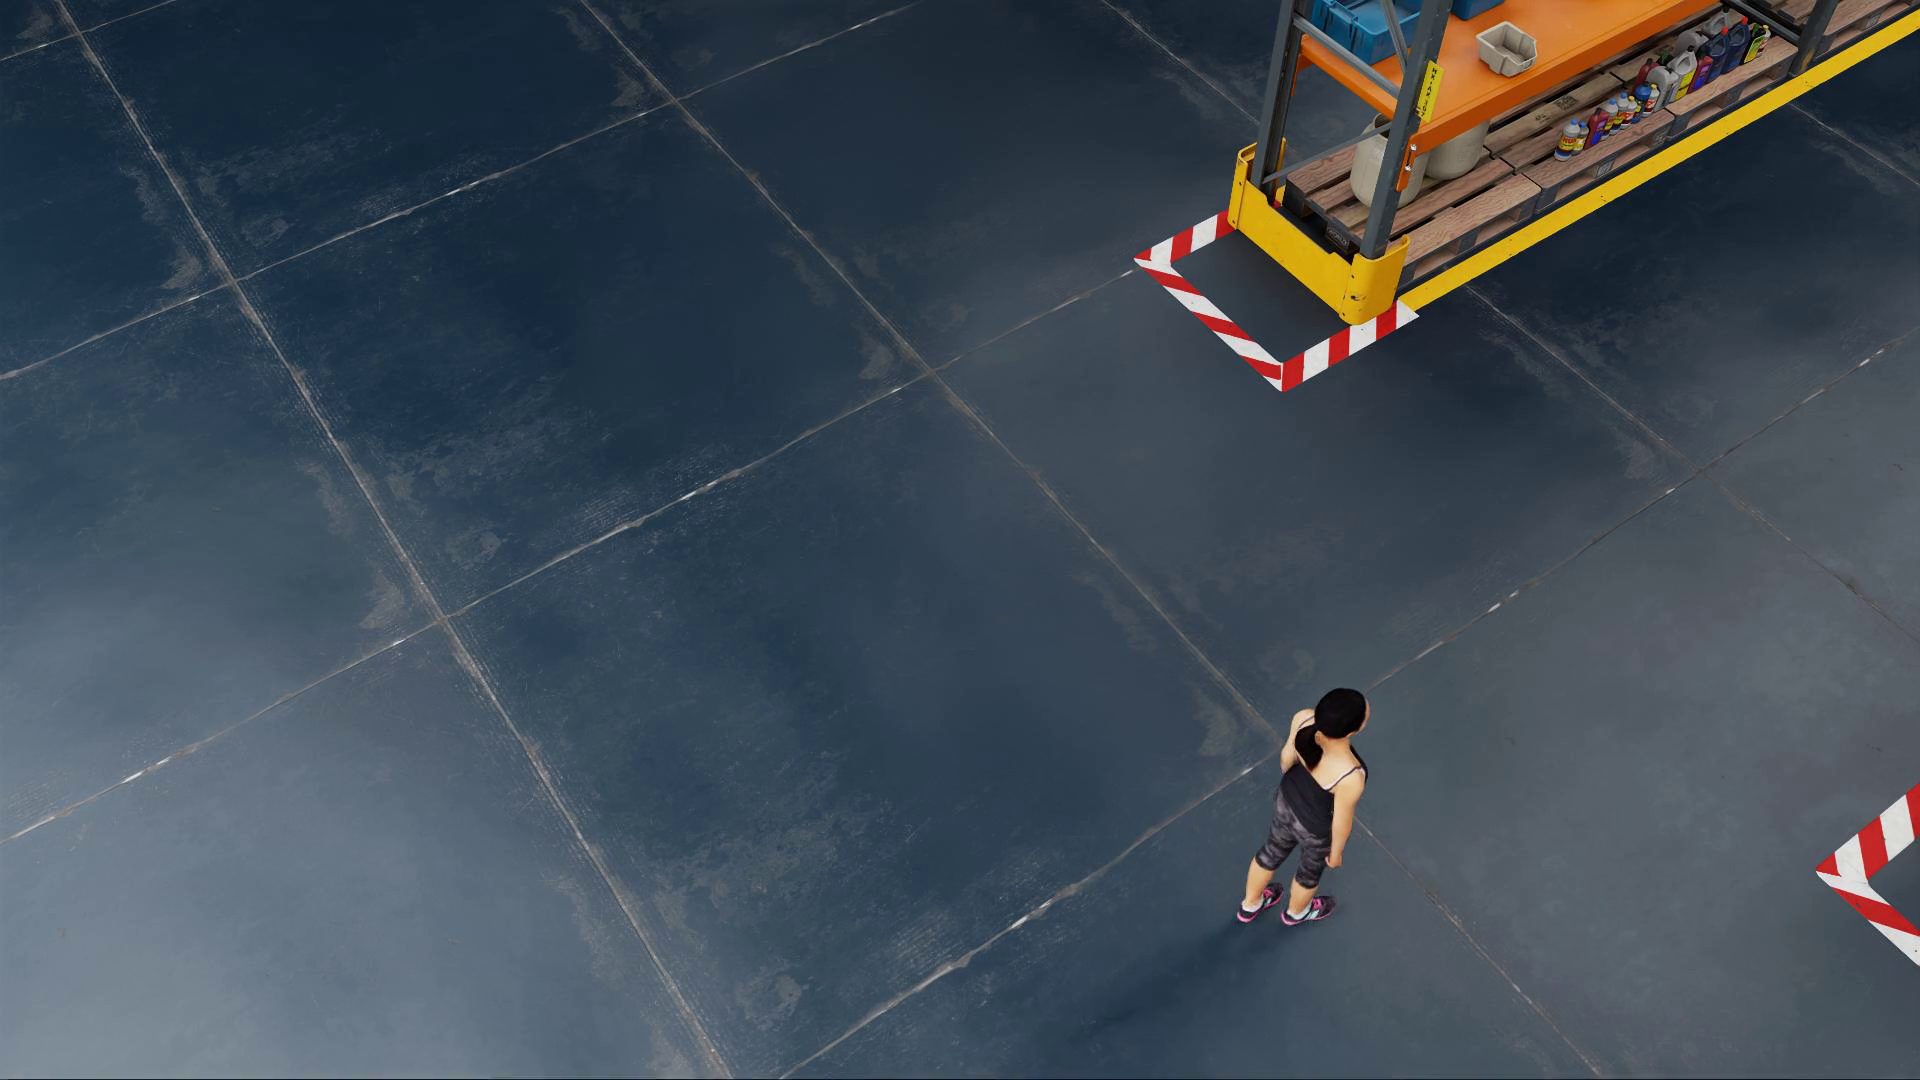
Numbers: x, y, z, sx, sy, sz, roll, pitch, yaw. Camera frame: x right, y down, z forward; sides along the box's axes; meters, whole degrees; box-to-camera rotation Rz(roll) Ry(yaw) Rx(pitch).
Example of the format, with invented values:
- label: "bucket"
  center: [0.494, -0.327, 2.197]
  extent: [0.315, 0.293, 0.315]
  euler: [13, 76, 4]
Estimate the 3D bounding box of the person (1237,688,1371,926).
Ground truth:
- label: "person"
  center: [1.383, 1.127, 6.763]
  extent: [0.669, 1.726, 0.602]
  euler: [-24, 56, -17]
